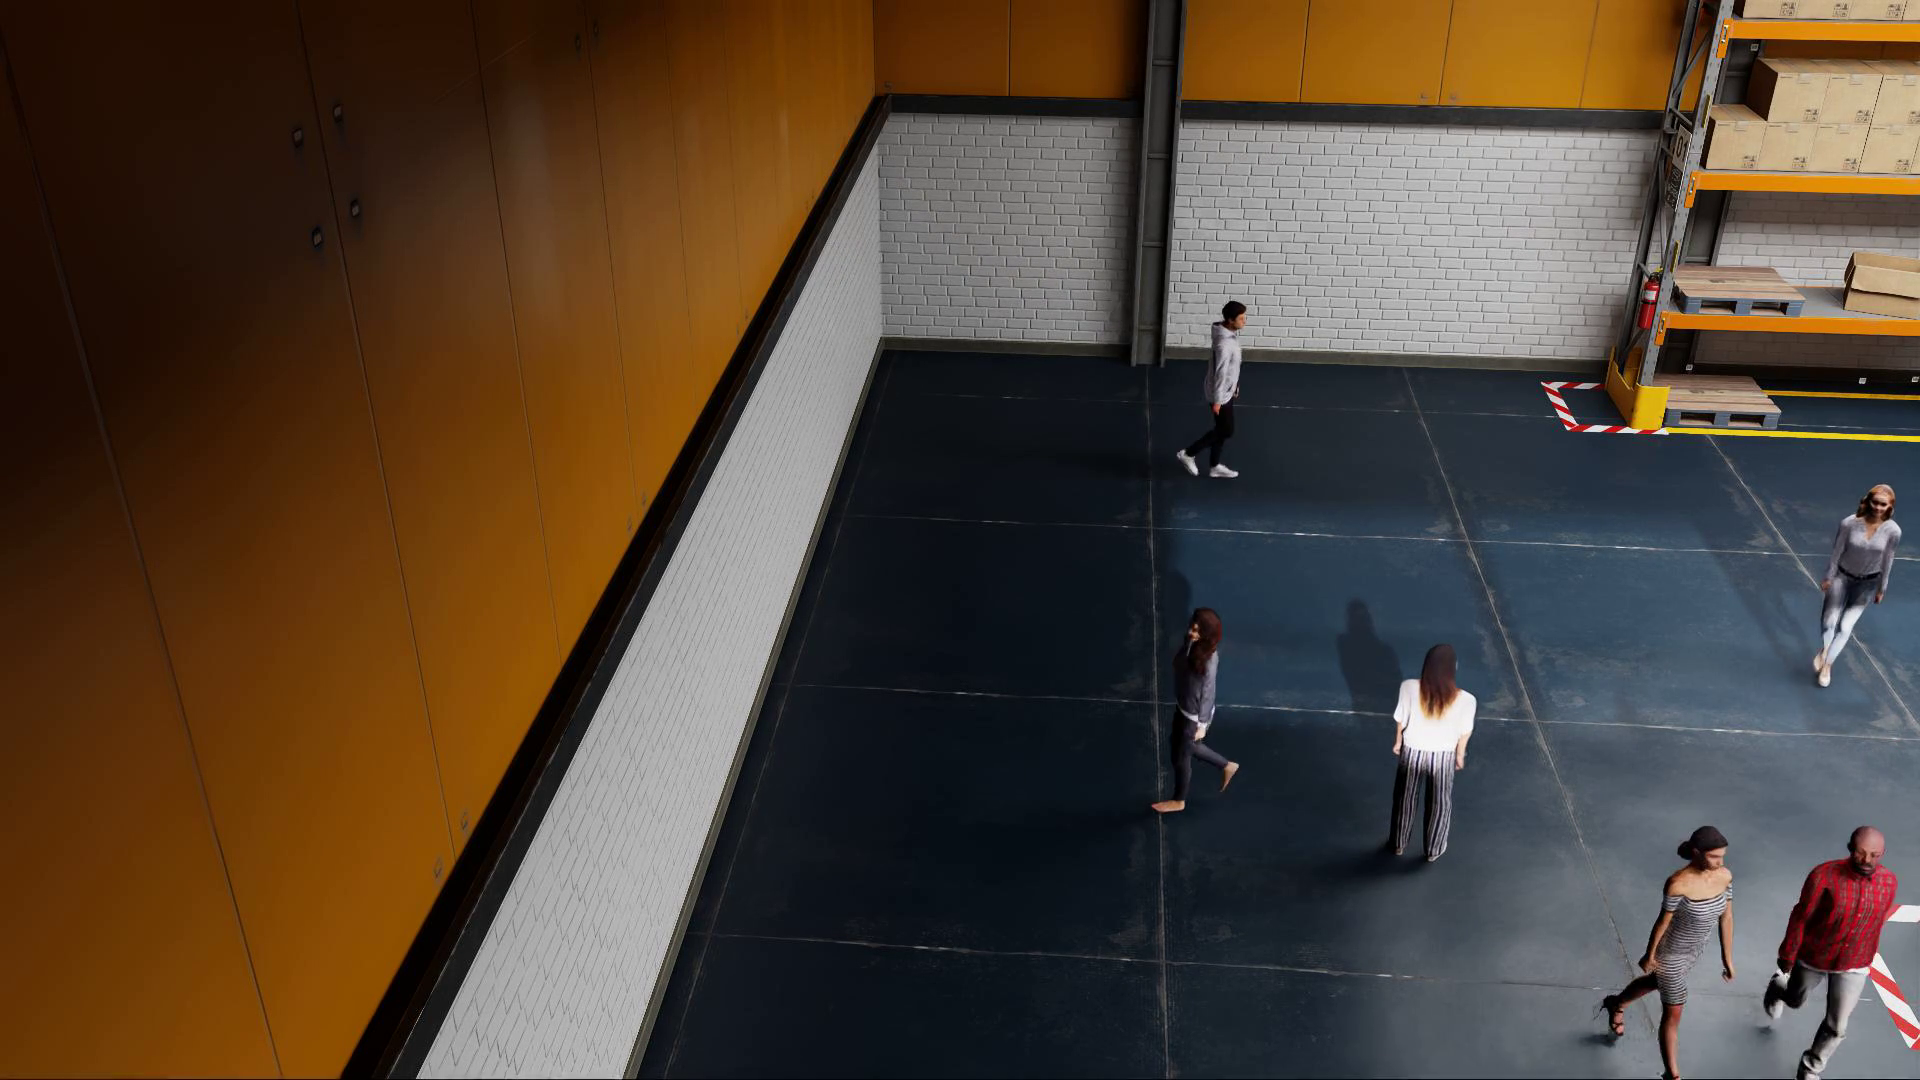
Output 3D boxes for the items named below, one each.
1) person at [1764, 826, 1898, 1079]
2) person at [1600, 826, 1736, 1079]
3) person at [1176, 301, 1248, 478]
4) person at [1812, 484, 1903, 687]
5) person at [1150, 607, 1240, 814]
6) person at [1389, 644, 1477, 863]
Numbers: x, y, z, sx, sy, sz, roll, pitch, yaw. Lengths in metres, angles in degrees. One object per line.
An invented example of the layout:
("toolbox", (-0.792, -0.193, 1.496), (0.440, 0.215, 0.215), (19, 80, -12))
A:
("person", (5.029, 2.349, 9.663), (1.098, 1.792, 0.817), (6, 29, 11))
("person", (4.113, 2.352, 9.675), (1.073, 1.776, 0.982), (-12, 31, -21))
("person", (2.492, -1.474, 16.549), (0.894, 1.910, 0.762), (5, 29, 9))
("person", (7.183, 0.323, 13.383), (0.680, 1.787, 0.767), (14, 32, 24))
("person", (1.736, 1.195, 11.822), (0.989, 1.752, 0.803), (-5, 29, -10))
("person", (3.215, 1.457, 11.416), (0.679, 1.679, 0.819), (12, 31, 22))
